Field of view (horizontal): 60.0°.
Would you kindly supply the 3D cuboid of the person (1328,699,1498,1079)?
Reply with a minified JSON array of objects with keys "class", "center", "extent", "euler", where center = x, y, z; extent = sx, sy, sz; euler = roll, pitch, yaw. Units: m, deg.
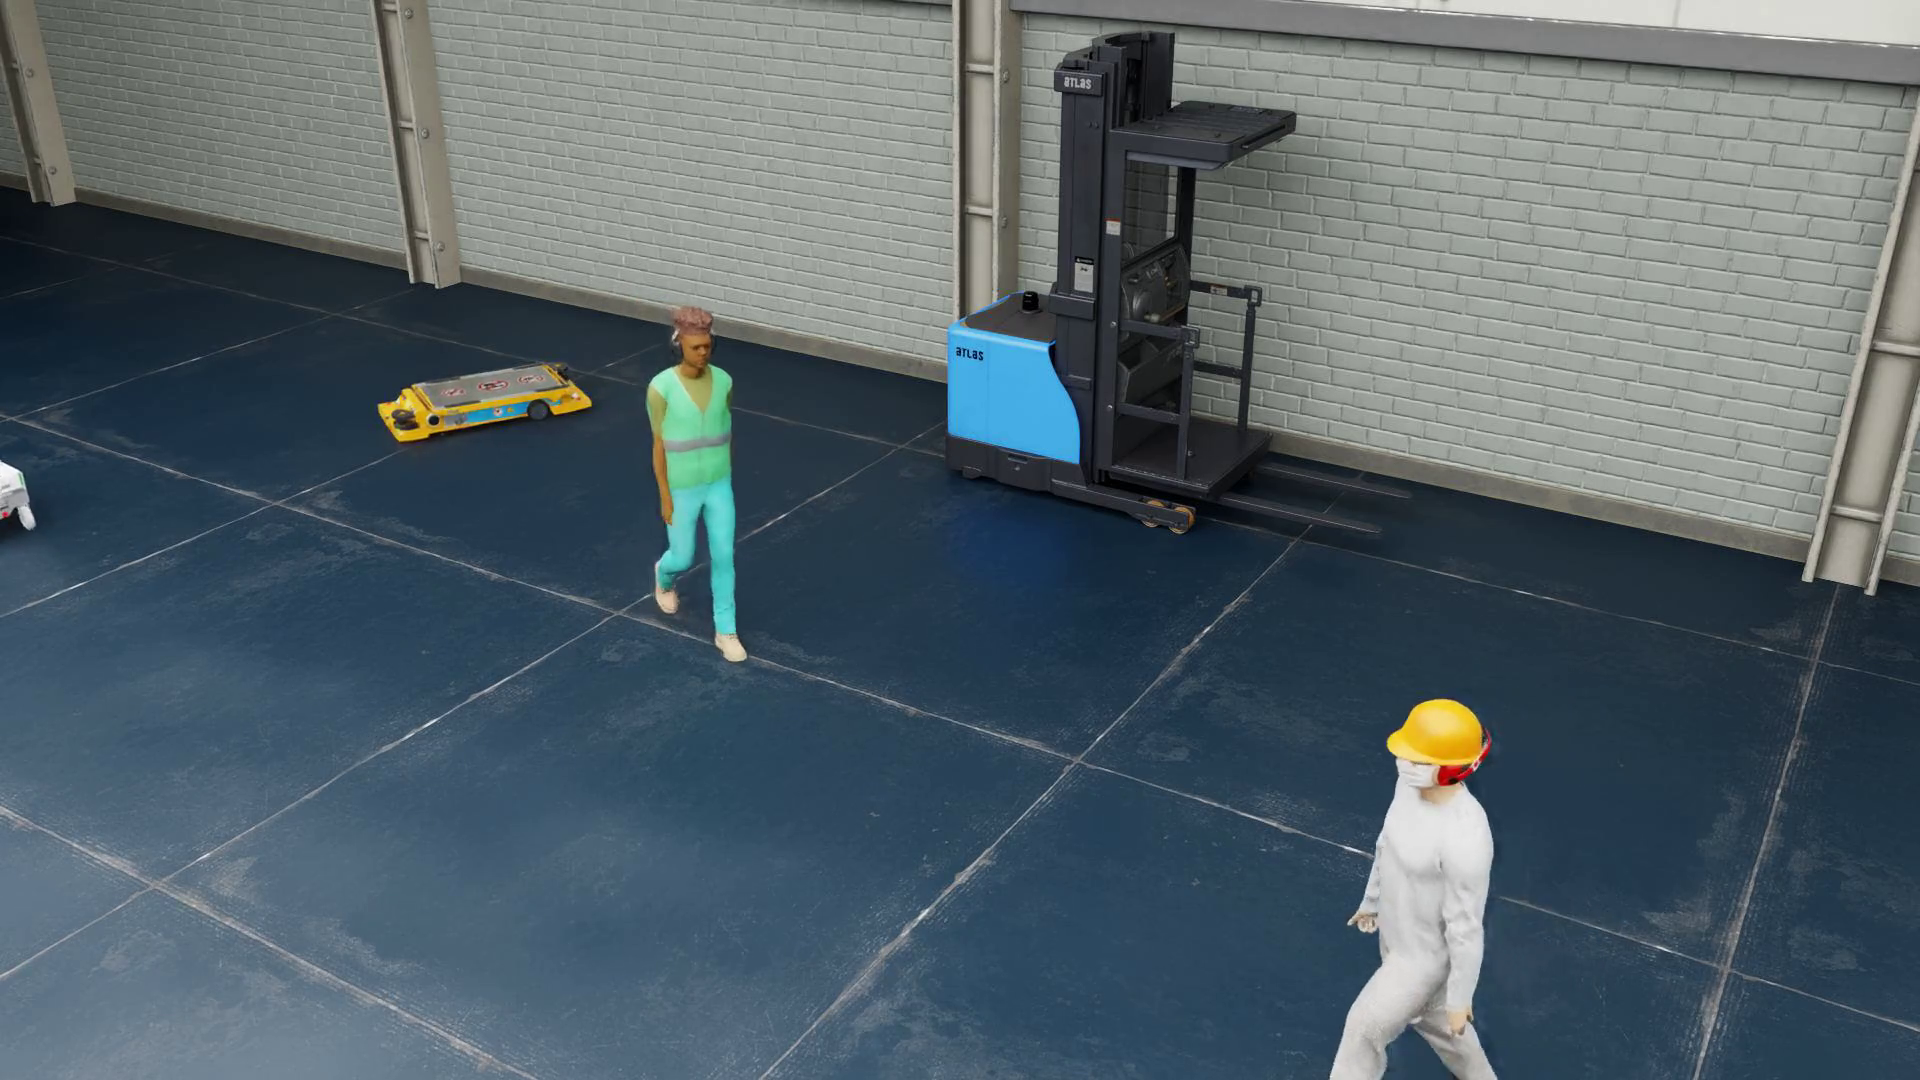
[{"class":"person","center":[1.556,1.331,5.598],"extent":[0.944,1.853,0.583],"euler":[-2,25,-4]}]

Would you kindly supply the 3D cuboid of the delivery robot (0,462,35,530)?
[{"class":"delivery robot","center":[-6.303,-0.336,10.650],"extent":[0.793,0.608,0.499],"euler":[18,31,33]}]

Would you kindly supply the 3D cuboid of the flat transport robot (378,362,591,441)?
[{"class":"flat transport robot","center":[-3.563,-1.042,12.463],"extent":[1.431,0.231,0.659],"euler":[-13,28,-26]}]

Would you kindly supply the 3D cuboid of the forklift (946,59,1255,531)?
[{"class":"forklift","center":[0.933,-1.707,10.833],"extent":[1.873,2.768,1.129],"euler":[15,29,28]}]

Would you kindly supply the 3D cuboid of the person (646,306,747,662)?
[{"class":"person","center":[-1.436,-0.329,8.980],"extent":[0.493,1.962,0.726],"euler":[-14,29,-28]}]
